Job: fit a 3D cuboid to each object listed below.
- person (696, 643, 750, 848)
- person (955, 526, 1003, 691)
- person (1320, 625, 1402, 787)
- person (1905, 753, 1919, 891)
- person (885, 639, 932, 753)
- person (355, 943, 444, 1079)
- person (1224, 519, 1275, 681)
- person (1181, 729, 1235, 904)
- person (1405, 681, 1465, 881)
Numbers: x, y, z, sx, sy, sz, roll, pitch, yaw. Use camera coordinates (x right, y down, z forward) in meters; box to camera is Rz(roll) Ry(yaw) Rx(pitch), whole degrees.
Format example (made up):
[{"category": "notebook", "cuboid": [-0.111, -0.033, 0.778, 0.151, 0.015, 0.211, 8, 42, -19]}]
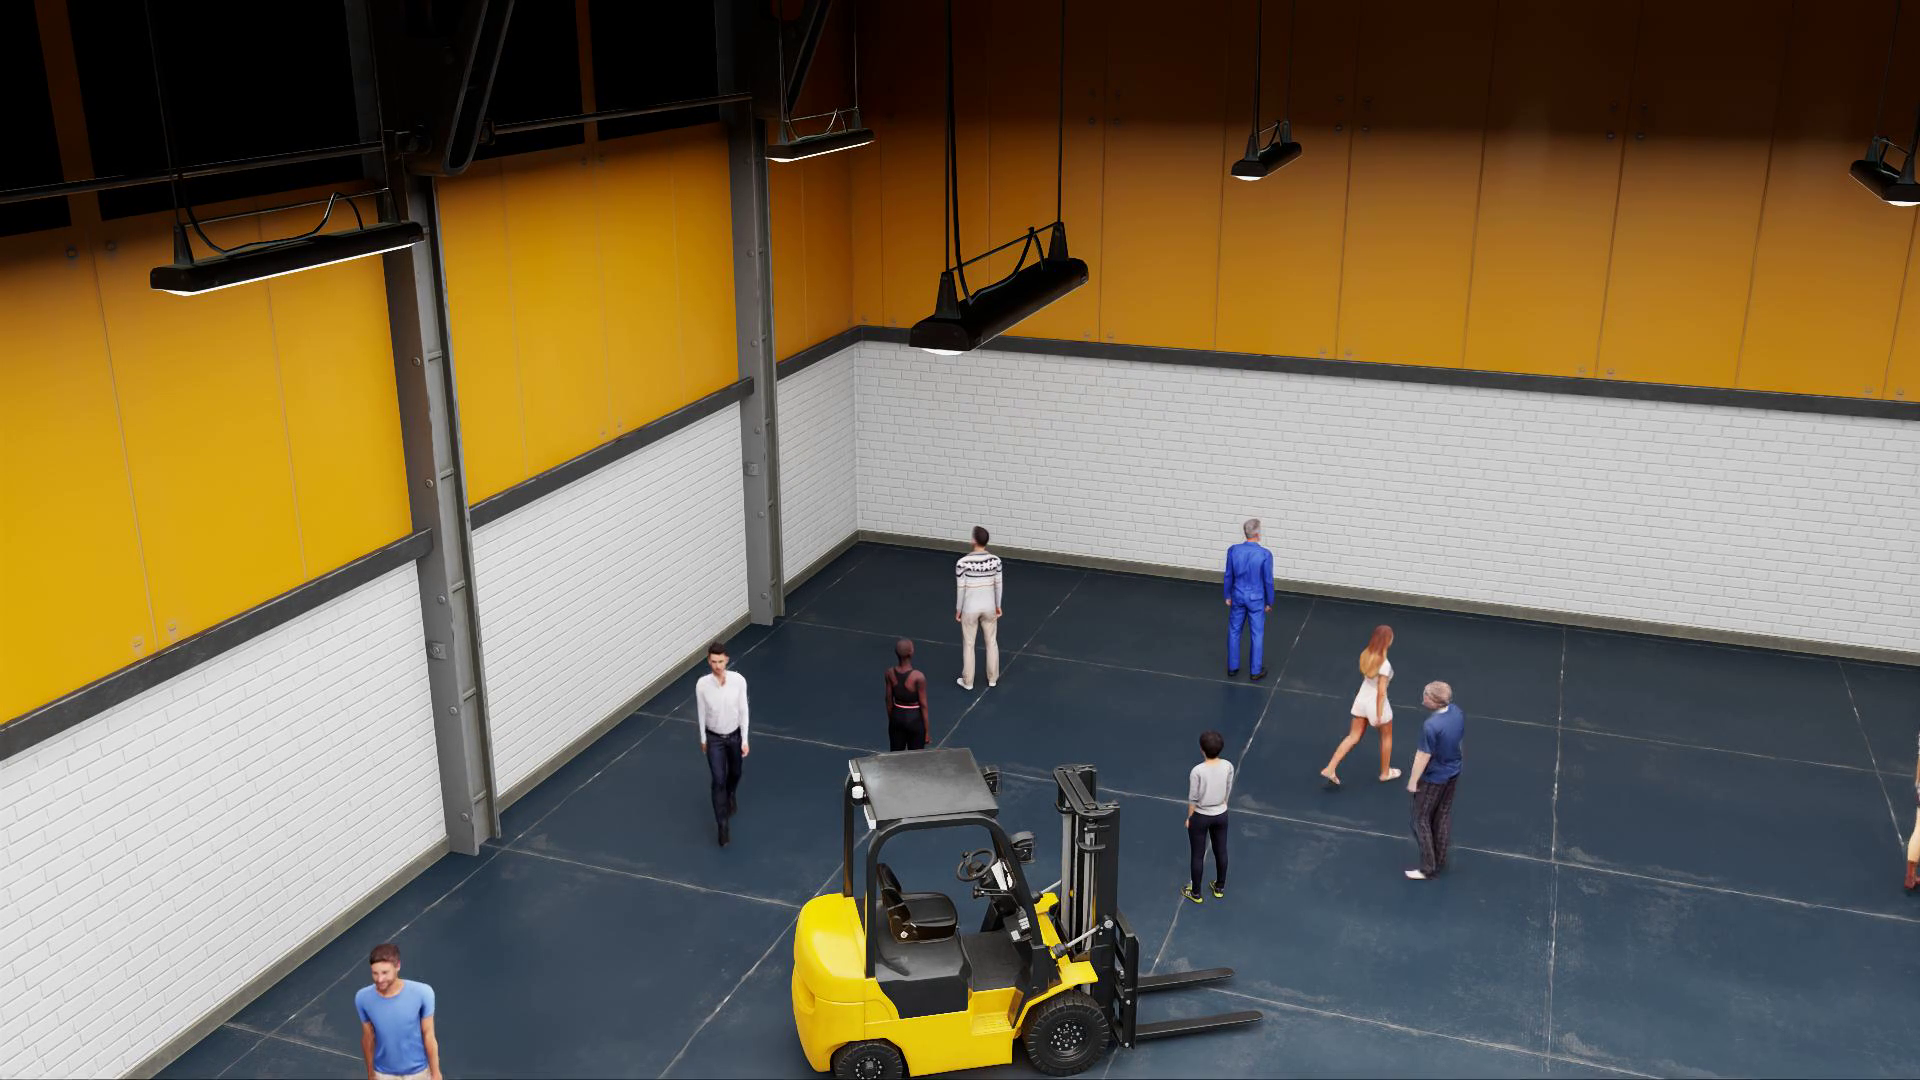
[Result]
[{"category": "person", "cuboid": [-2.154, 1.765, 15.279, 1.041, 1.847, 1.267, -4, 19, -11]}, {"category": "person", "cuboid": [0.205, 0.740, 18.295, 0.768, 1.865, 0.785, -5, 19, -15]}, {"category": "person", "cuboid": [3.881, 1.623, 15.995, 1.136, 1.659, 1.094, -8, 20, -23]}, {"category": "person", "cuboid": [8.344, 2.205, 14.229, 1.203, 1.683, 0.961, -16, 24, -40]}, {"category": "person", "cuboid": [-0.503, 1.740, 15.494, 0.581, 1.757, 0.533, 8, 20, 22]}, {"category": "person", "cuboid": [-3.525, 3.343, 10.600, 0.895, 1.843, 1.074, -2, 19, -5]}, {"category": "person", "cuboid": [3.225, 0.655, 18.607, 0.752, 1.826, 0.605, 10, 21, 27]}, {"category": "person", "cuboid": [2.109, 2.325, 14.076, 0.615, 1.554, 0.659, -7, 20, -19]}, {"category": "person", "cuboid": [4.176, 2.047, 14.456, 0.759, 1.839, 0.857, -6, 20, -17]}]
